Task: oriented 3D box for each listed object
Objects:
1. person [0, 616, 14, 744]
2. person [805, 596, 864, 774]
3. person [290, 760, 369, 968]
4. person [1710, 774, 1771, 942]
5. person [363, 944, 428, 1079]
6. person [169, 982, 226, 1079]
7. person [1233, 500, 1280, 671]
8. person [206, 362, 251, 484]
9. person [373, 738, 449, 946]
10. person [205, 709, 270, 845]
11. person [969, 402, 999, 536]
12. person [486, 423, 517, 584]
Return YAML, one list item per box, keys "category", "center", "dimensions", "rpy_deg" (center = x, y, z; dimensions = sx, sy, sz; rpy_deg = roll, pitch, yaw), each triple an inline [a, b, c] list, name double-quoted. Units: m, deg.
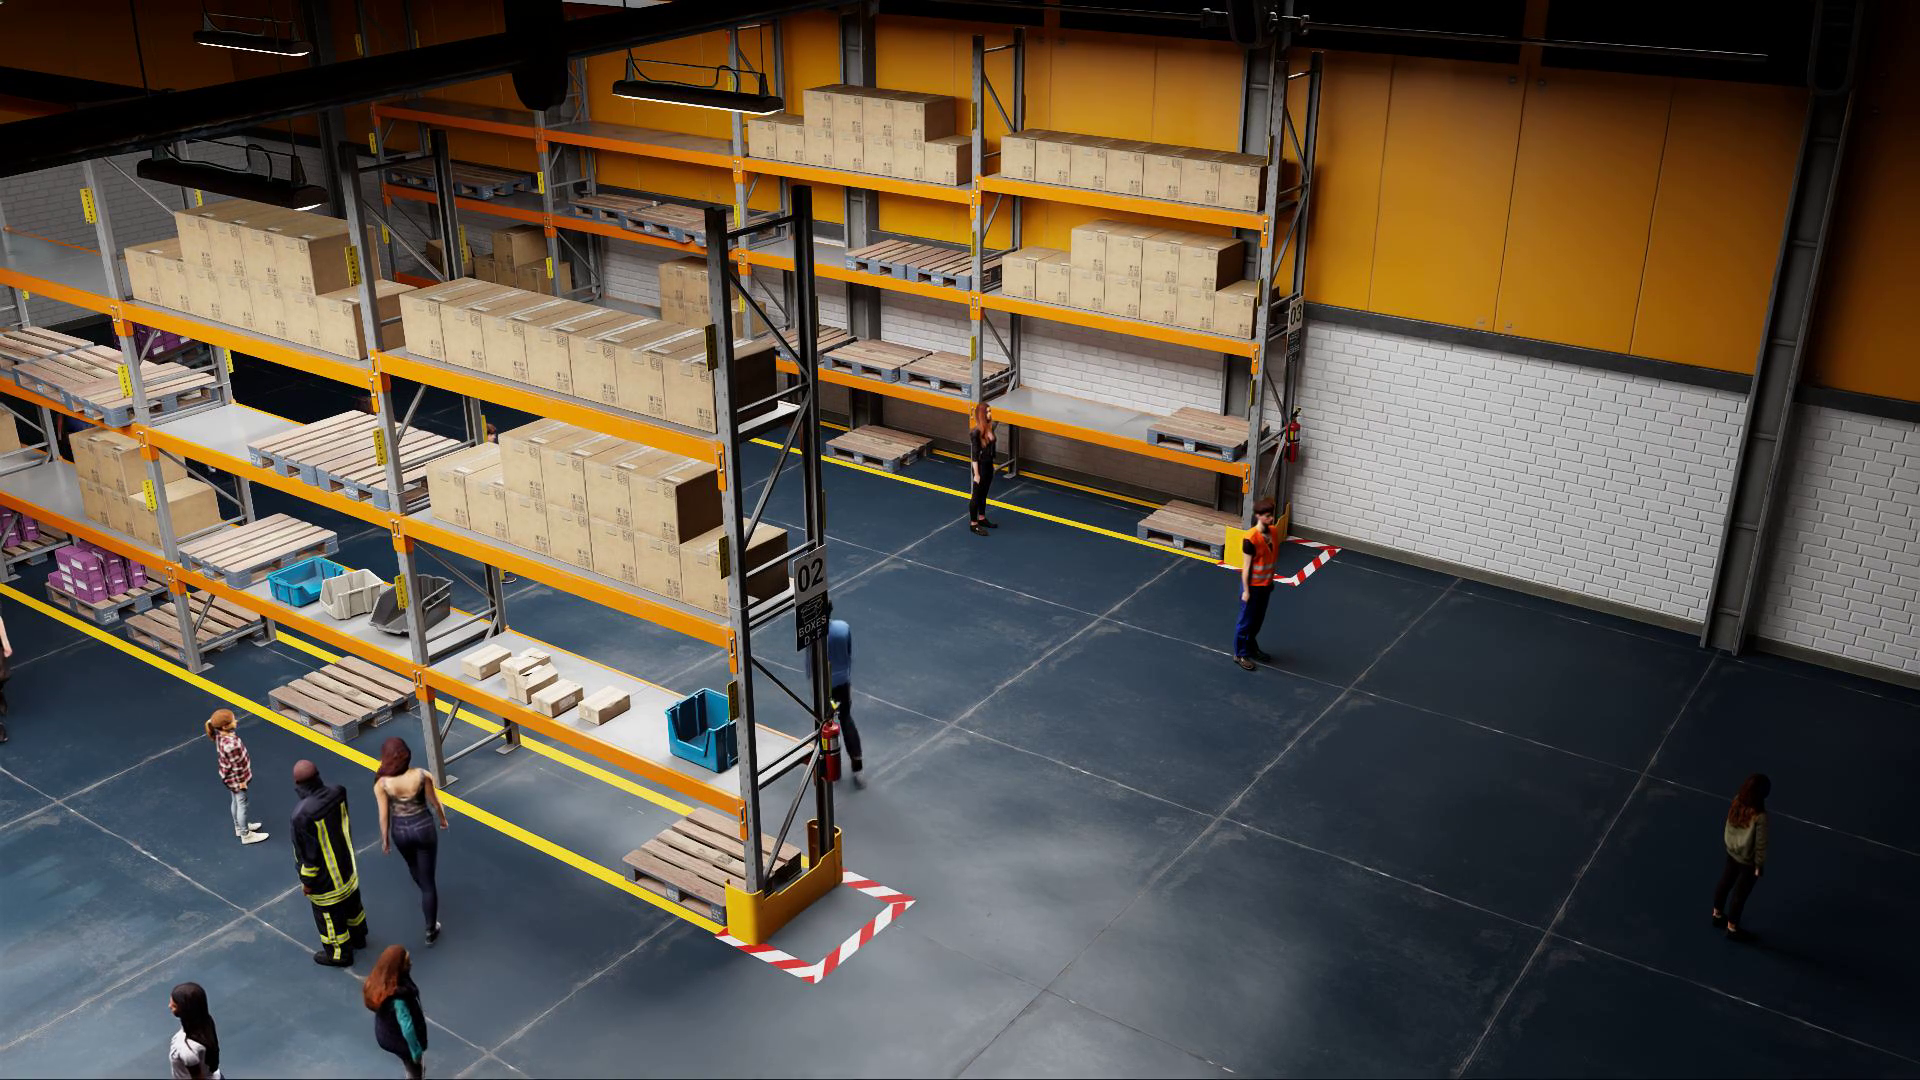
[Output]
- category: "person"
  center: [-9.682, 1.027, 16.462]
  dimensions: [0.927, 1.835, 1.248]
  rpy_deg: [-17, 29, -33]
- category: "person"
  center: [-1.187, 1.363, 15.744]
  dimensions: [1.001, 1.795, 1.208]
  rpy_deg: [-11, 26, -24]
- category: "person"
  center: [-4.977, 2.509, 13.089]
  dimensions: [0.776, 1.821, 0.819]
  rpy_deg: [7, 25, 17]
- category: "person"
  center: [6.341, 2.539, 13.453]
  dimensions: [0.708, 1.475, 0.647]
  rpy_deg: [-4, 24, -10]
- category: "person"
  center: [-3.829, 3.415, 11.421]
  dimensions: [0.767, 1.497, 0.703]
  rpy_deg: [-10, 26, -22]
- category: "person"
  center: [-4.825, 3.581, 10.694]
  dimensions: [0.727, 1.775, 0.639]
  rpy_deg: [-7, 25, -16]
- category: "person"
  center: [3.163, 0.443, 17.736]
  dimensions: [0.674, 1.884, 0.727]
  rpy_deg: [21, 31, 40]
- category: "person"
  center: [-10.099, -1.605, 22.620]
  dimensions: [1.012, 1.725, 0.647]
  rpy_deg: [12, 26, 25]
- category: "person"
  center: [-4.384, 2.449, 13.351]
  dimensions: [1.074, 1.721, 1.171]
  rpy_deg: [-5, 24, -11]
- category: "person"
  center: [-6.422, 2.076, 14.723]
  dimensions: [0.656, 1.306, 0.554]
  rpy_deg: [-16, 28, -32]
- category: "person"
  center: [0.271, -0.932, 21.097]
  dimensions: [0.540, 1.713, 0.612]
  rpy_deg: [13, 27, 27]
- category: "person"
  center: [-5.587, -0.452, 19.685]
  dimensions: [0.783, 1.964, 0.680]
  rpy_deg: [-9, 25, -20]
